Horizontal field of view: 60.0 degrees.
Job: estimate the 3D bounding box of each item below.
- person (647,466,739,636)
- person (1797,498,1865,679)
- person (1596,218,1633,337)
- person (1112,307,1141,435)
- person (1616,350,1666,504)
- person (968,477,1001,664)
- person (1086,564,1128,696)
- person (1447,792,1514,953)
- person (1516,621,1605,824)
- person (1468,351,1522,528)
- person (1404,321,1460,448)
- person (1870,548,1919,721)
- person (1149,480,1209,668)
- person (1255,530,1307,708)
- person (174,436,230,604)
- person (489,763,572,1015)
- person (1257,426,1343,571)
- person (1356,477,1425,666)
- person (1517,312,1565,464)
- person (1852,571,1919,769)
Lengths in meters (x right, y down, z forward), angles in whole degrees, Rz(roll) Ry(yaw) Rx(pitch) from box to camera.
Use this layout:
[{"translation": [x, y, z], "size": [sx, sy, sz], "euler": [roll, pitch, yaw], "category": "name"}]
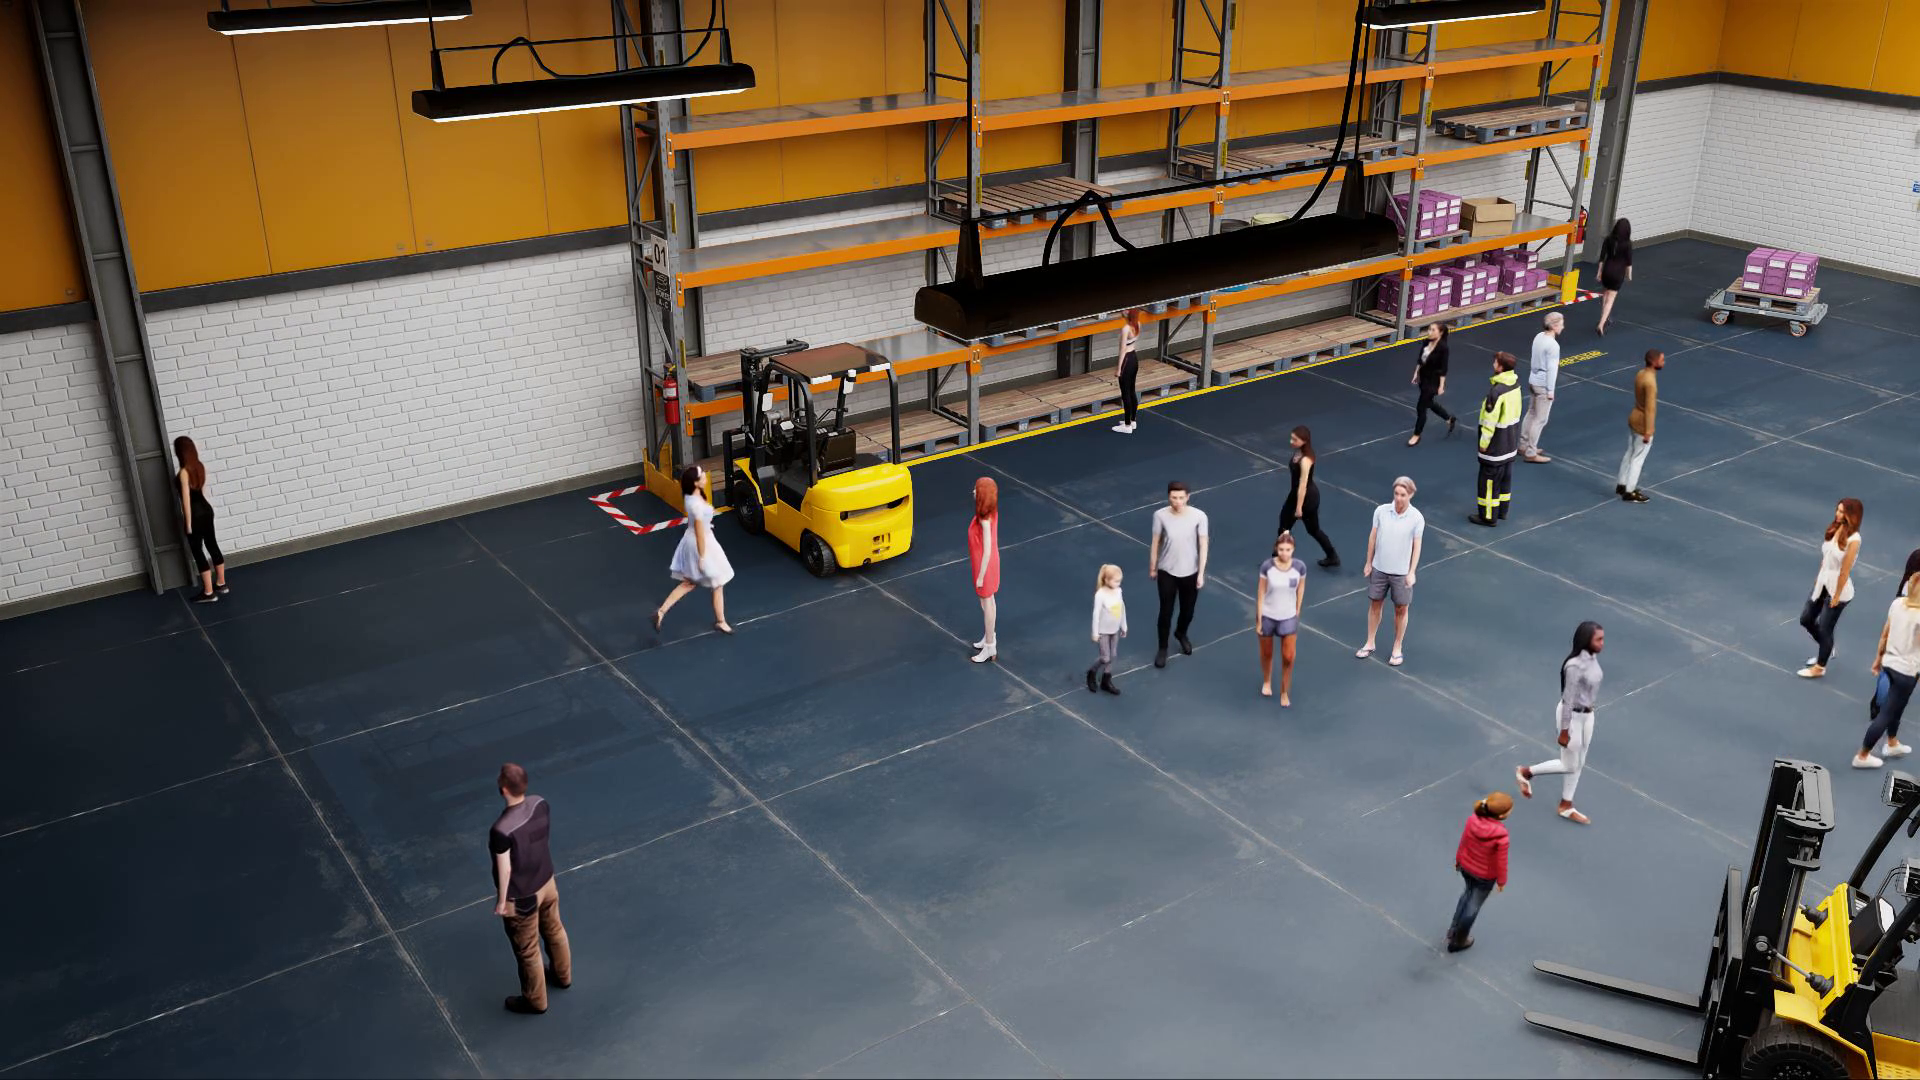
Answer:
[{"translation": [-2.568, 0.162, 15.848], "size": [1.177, 1.789, 0.826], "euler": [-9, 25, -19], "category": "person"}, {"translation": [8.064, 0.455, 15.197], "size": [0.757, 1.774, 0.710], "euler": [-2, 24, -4], "category": "person"}, {"translation": [9.877, -3.950, 25.278], "size": [1.026, 1.770, 0.690], "euler": [-20, 31, -39], "category": "person"}, {"translation": [2.171, -2.238, 21.401], "size": [0.720, 1.740, 0.592], "euler": [14, 27, 28], "category": "person"}, {"translation": [7.873, -1.334, 19.236], "size": [0.759, 1.817, 0.724], "euler": [1, 24, 3], "category": "person"}, {"translation": [0.246, 0.263, 15.569], "size": [0.703, 1.828, 0.661], "euler": [2, 24, 5], "category": "person"}, {"translation": [1.291, 0.790, 15.061], "size": [0.523, 1.269, 0.587], "euler": [-20, 30, -38], "category": "person"}, {"translation": [3.543, 2.321, 11.516], "size": [0.497, 1.302, 0.529], "euler": [-16, 28, -32], "category": "person"}, {"translation": [4.757, 1.406, 13.096], "size": [0.838, 1.713, 0.757], "euler": [-21, 31, -40], "category": "person"}, {"translation": [6.019, -1.144, 18.598], "size": [0.884, 1.980, 0.683], "euler": [19, 30, 36], "category": "person"}, {"translation": [5.993, -1.968, 20.920], "size": [1.101, 1.630, 0.801], "euler": [-7, 25, -15], "category": "person"}, {"translation": [8.240, 0.822, 14.532], "size": [0.736, 1.633, 0.604], "euler": [12, 26, 26], "category": "person"}, {"translation": [2.059, 0.276, 15.510], "size": [0.925, 1.851, 0.982], "euler": [1, 24, 3], "category": "person"}, {"translation": [2.843, 0.663, 14.936], "size": [0.763, 1.602, 0.821], "euler": [4, 24, 8], "category": "person"}, {"translation": [-7.687, -0.231, 16.828], "size": [0.713, 1.725, 0.680], "euler": [1, 24, 2], "category": "person"}, {"translation": [-2.845, 2.270, 10.961], "size": [0.834, 1.841, 0.714], "euler": [10, 26, 23], "category": "person"}, {"translation": [3.648, -0.398, 17.321], "size": [1.215, 1.636, 1.000], "euler": [1, 24, 2], "category": "person"}, {"translation": [4.056, 0.263, 15.563], "size": [0.729, 1.832, 0.715], "euler": [13, 27, 27], "category": "person"}, {"translation": [7.130, -1.885, 20.408], "size": [0.764, 1.887, 0.751], "euler": [-1, 24, -2], "category": "person"}, {"translation": [7.668, 1.098, 13.704], "size": [0.951, 1.792, 0.834], "euler": [-2, 24, -5], "category": "person"}]
